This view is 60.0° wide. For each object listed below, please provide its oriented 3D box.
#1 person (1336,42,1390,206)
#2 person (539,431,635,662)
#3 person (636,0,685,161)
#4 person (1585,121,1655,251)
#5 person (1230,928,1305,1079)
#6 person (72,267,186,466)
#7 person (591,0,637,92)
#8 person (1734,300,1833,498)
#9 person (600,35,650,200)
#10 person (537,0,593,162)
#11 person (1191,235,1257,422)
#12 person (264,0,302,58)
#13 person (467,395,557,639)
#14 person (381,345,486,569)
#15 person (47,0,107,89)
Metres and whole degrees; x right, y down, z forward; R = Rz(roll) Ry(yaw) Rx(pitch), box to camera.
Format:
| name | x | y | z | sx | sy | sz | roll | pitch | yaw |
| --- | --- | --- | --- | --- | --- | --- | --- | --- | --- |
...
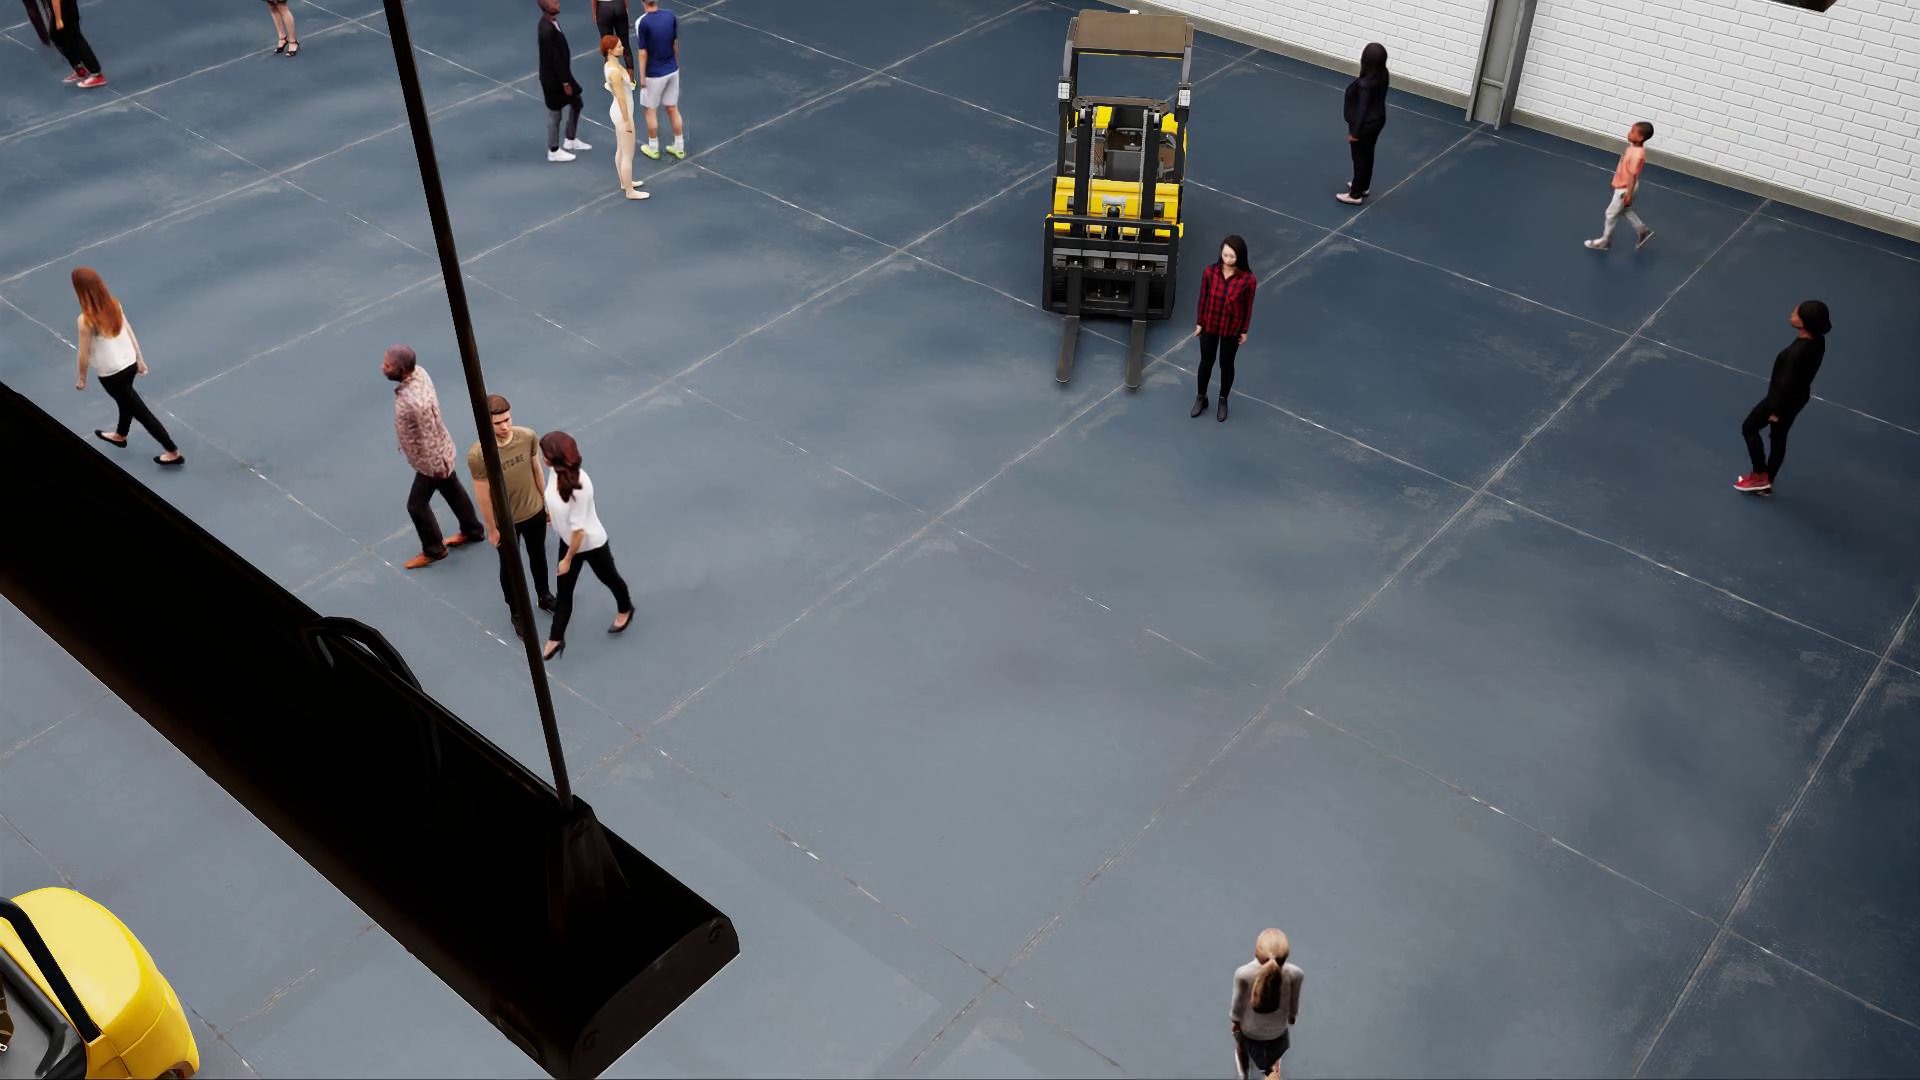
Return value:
| name | x | y | z | sx | sy | sz | roll | pitch | yaw |
| --- | --- | --- | --- | --- | --- | --- | --- | --- | --- |
| person | 3.976 | -4.072 | 16.248 | 0.640 | 1.616 | 0.661 | 24 | 44 | 27 |
| person | -2.412 | -0.006 | 11.049 | 0.995 | 1.751 | 0.705 | 31 | 48 | 33 |
| person | -3.015 | -4.741 | 16.929 | 0.721 | 1.811 | 0.703 | 28 | 46 | 31 |
| person | 6.286 | -3.288 | 15.523 | 0.853 | 1.295 | 0.621 | 14 | 41 | 17 |
| person | 1.538 | 2.444 | 8.372 | 0.804 | 1.264 | 0.800 | 4 | 39 | 5 |
| person | -6.338 | -1.268 | 12.688 | 1.128 | 1.678 | 0.910 | 7 | 39 | 9 |
| person | -3.832 | -5.795 | 18.294 | 0.629 | 1.755 | 0.633 | -17 | 42 | -20 |
| person | 6.218 | -1.008 | 12.372 | 0.653 | 1.666 | 0.649 | -24 | 44 | -27 |
| person | -3.325 | -4.163 | 16.340 | 0.675 | 1.644 | 0.565 | -13 | 40 | -15 |
| person | -4.203 | -4.685 | 16.911 | 0.866 | 1.747 | 0.808 | -1 | 39 | -2 |
| person | 2.088 | -1.708 | 13.257 | 0.564 | 1.655 | 0.710 | 13 | 40 | 15 |
| person | -7.923 | -6.441 | 19.089 | 0.587 | 1.774 | 0.707 | 28 | 46 | 30 |
| person | -2.989 | -0.187 | 11.194 | 0.679 | 1.852 | 0.594 | -31 | 48 | -33 |
| person | -3.668 | -0.631 | 11.803 | 0.975 | 1.786 | 0.925 | -8 | 39 | -10 |
| person | -9.829 | -5.876 | 18.405 | 0.841 | 1.744 | 0.746 | -17 | 42 | -20 |
